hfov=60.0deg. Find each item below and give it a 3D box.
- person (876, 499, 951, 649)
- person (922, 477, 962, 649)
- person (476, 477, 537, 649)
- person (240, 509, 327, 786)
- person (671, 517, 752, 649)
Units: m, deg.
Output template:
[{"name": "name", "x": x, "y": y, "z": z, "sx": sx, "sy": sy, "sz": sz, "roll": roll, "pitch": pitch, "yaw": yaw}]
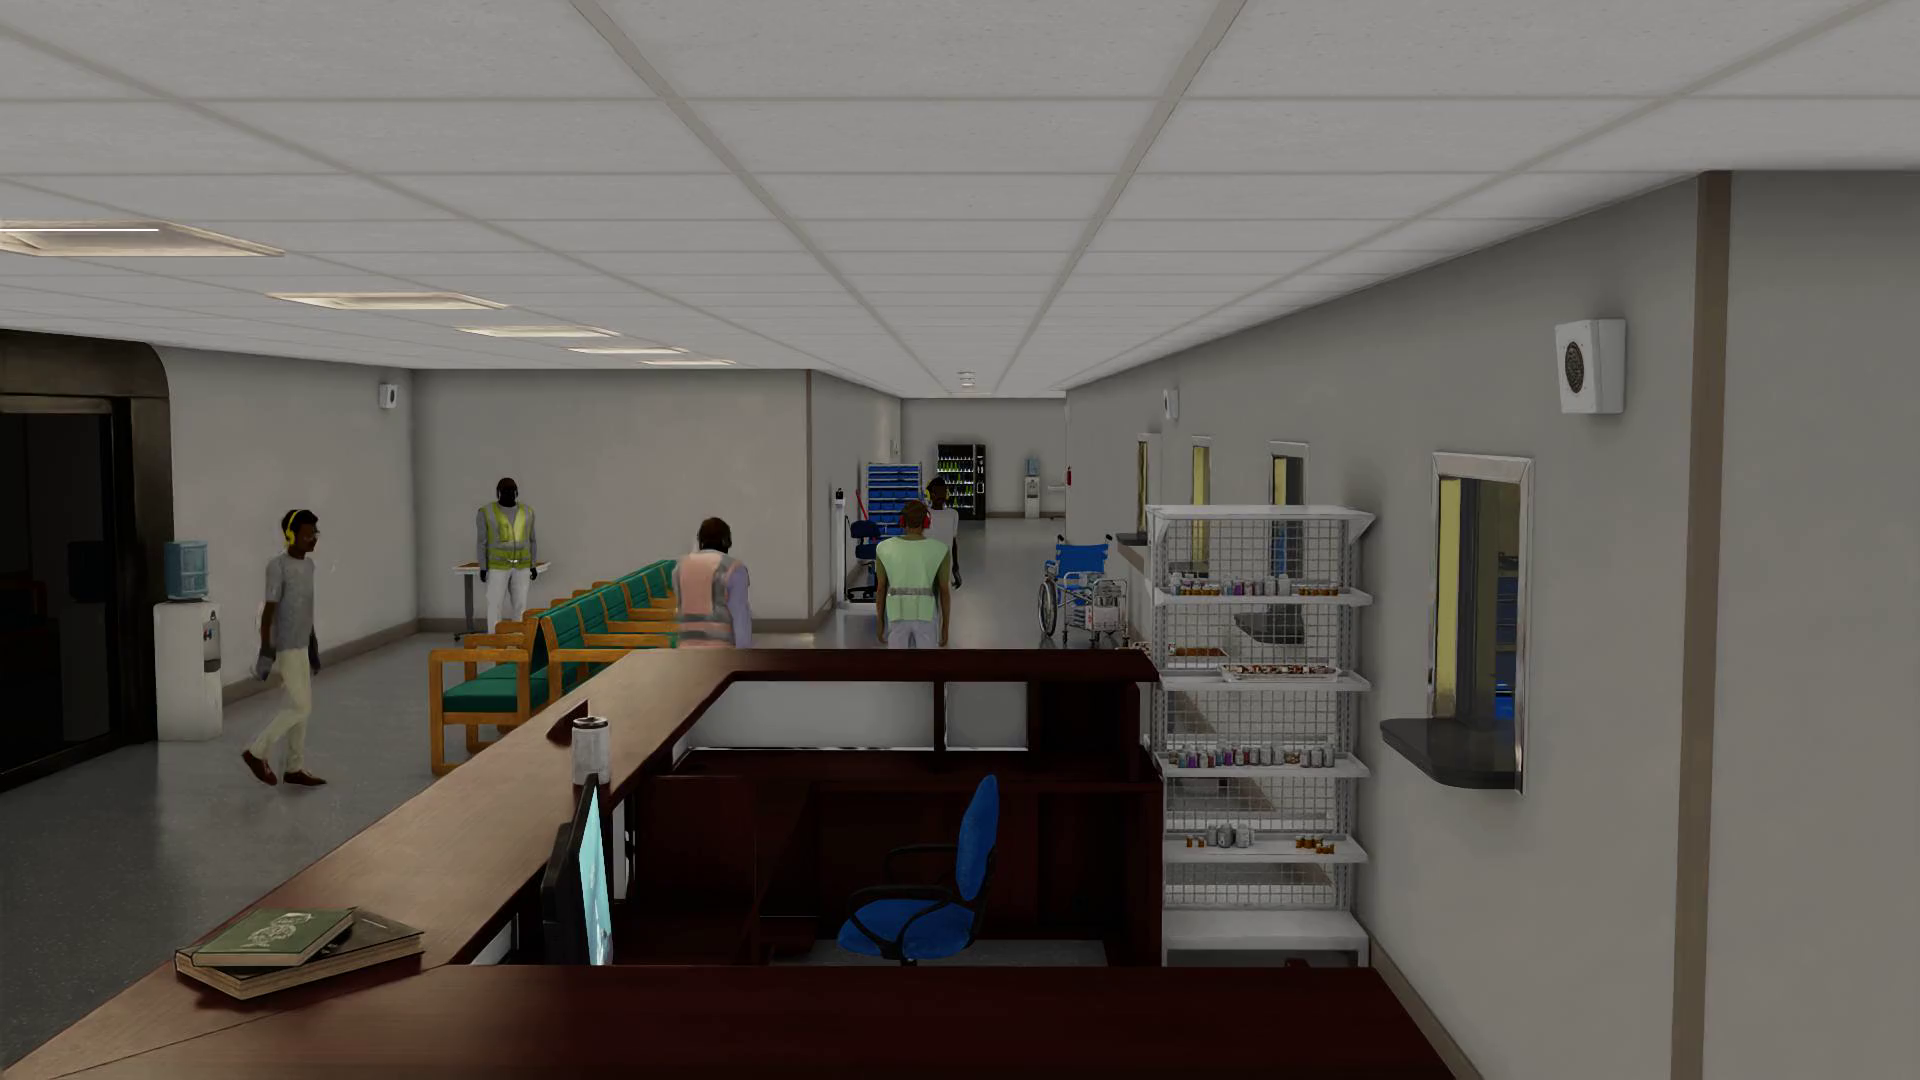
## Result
[{"name": "person", "x": -0.348, "y": 0.621, "z": 12.396, "sx": 0.560, "sy": 1.839, "sz": 0.395, "roll": 0, "pitch": 4, "yaw": 2}, {"name": "person", "x": -0.222, "y": 0.309, "z": 16.524, "sx": 0.531, "sy": 1.870, "sz": 0.318, "roll": -2, "pitch": 5, "yaw": -28}, {"name": "person", "x": -4.682, "y": 0.273, "z": 17.236, "sx": 0.633, "sy": 1.843, "sz": 0.429, "roll": -3, "pitch": 5, "yaw": -33}, {"name": "person", "x": -4.396, "y": 0.718, "z": 10.918, "sx": 0.440, "sy": 1.850, "sz": 0.546, "roll": 0, "pitch": 4, "yaw": 4}, {"name": "person", "x": -1.565, "y": 0.749, "z": 10.958, "sx": 0.661, "sy": 1.788, "sz": 0.844, "roll": 2, "pitch": 5, "yaw": 29}]
